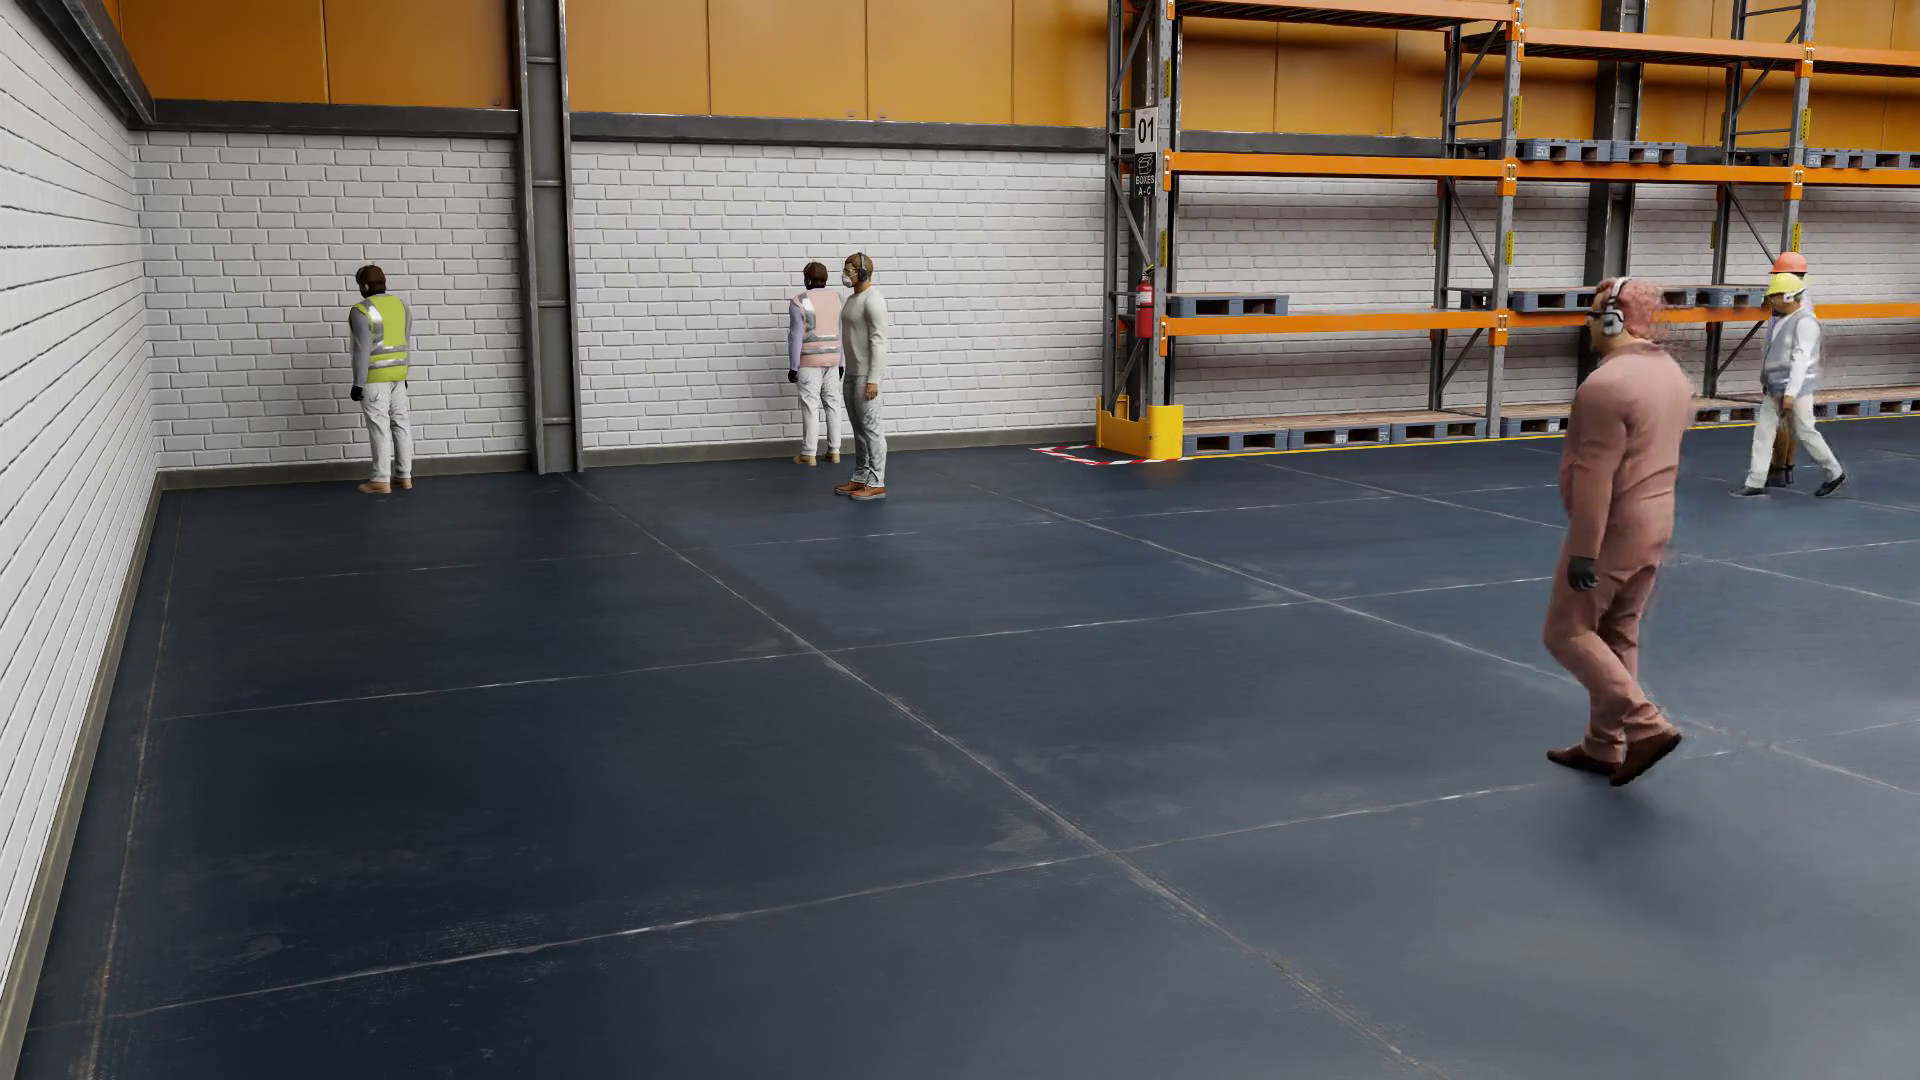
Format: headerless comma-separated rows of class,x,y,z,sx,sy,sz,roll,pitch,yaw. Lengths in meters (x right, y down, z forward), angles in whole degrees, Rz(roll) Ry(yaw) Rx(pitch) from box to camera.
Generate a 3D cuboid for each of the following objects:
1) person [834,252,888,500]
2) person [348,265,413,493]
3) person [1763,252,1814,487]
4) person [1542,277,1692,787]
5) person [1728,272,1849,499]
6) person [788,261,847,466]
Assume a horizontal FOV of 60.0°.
person,-0.775,-1.290,13.127,0.362,1.939,0.636,-4,11,-24
person,-4.696,-1.294,13.446,0.429,1.837,0.620,4,11,21
person,6.805,-1.404,13.771,0.358,1.938,0.545,9,14,42
person,2.452,-0.017,6.158,0.660,1.894,0.480,-9,14,-42
person,6.568,-1.197,13.039,0.883,1.793,0.587,0,10,-2
person,-1.306,-1.597,15.117,0.625,1.844,0.429,-8,13,-39
